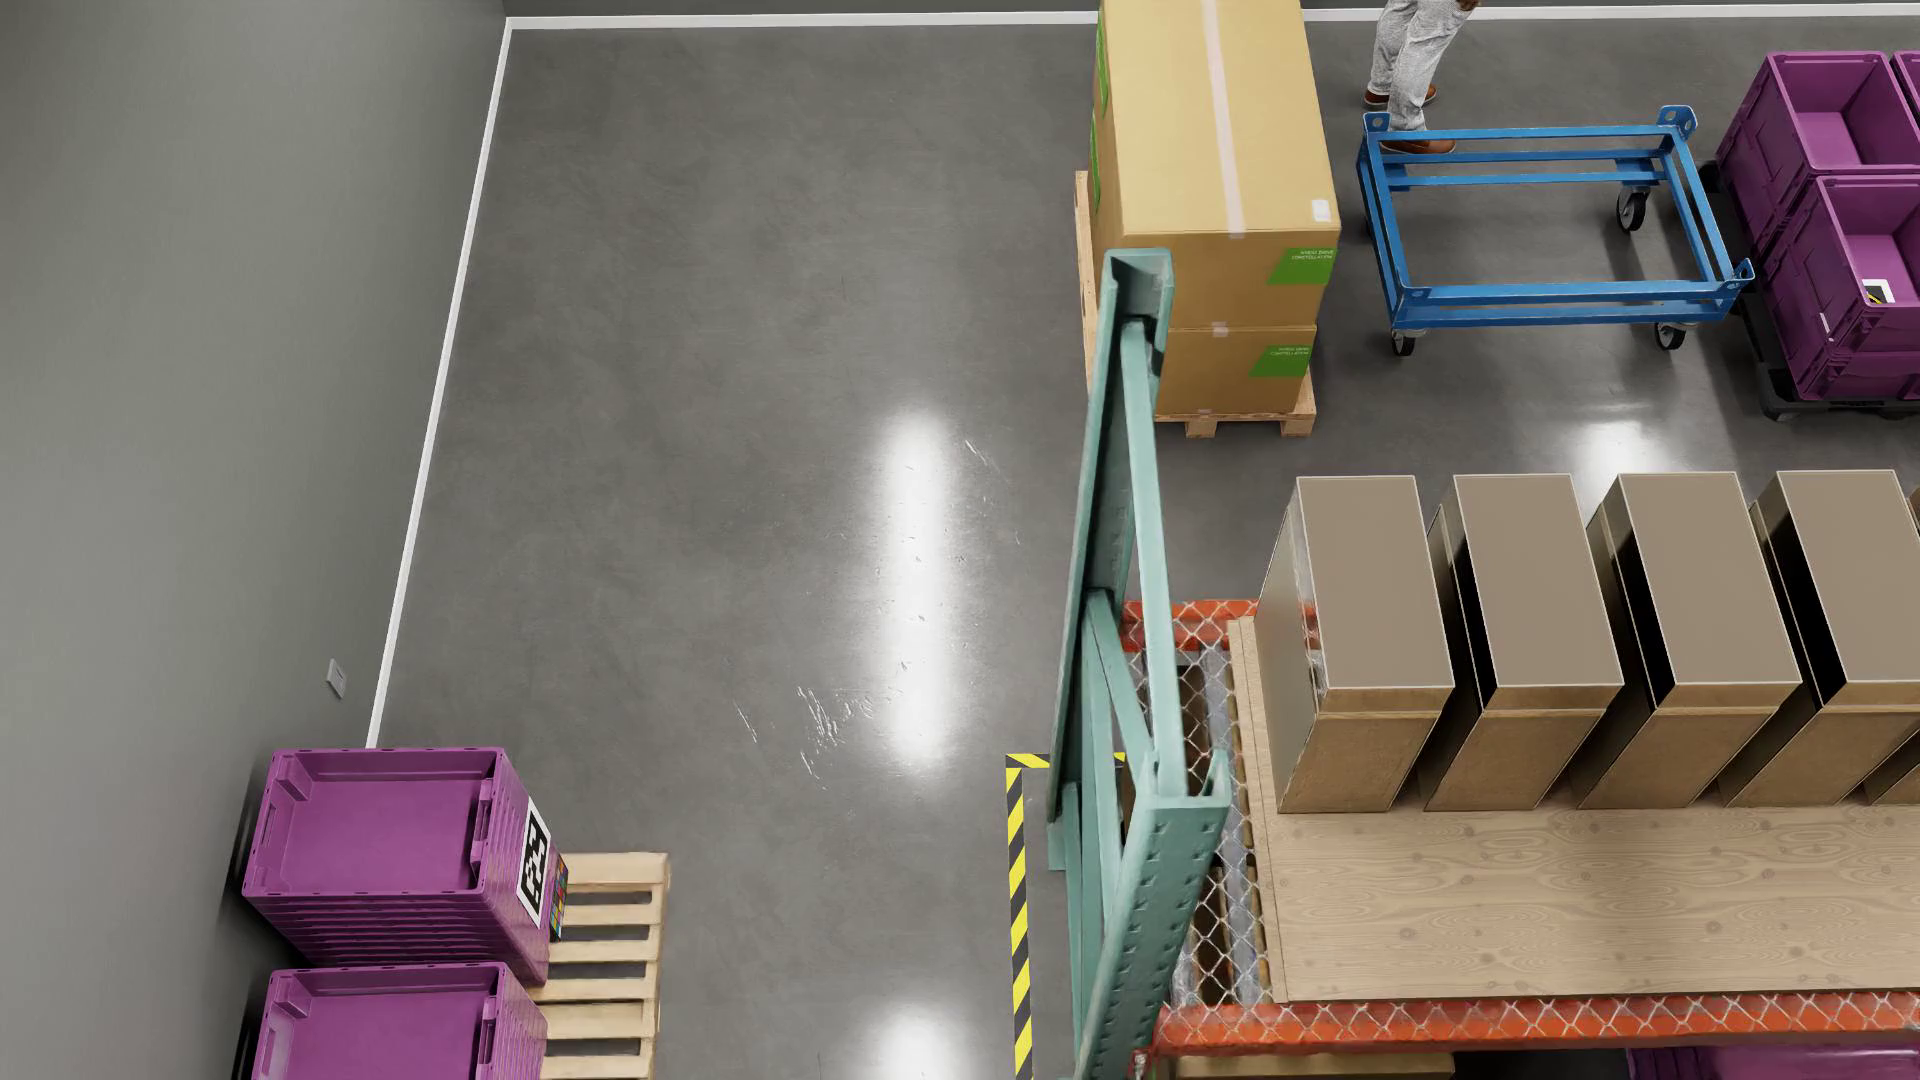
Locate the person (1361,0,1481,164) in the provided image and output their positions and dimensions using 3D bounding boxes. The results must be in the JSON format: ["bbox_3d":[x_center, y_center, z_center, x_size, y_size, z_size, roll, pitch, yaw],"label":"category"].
[{"bbox_3d":[1.820,-2.236,6.074,0.372,1.940,0.630,-3,58,-2],"label":"person"}]
